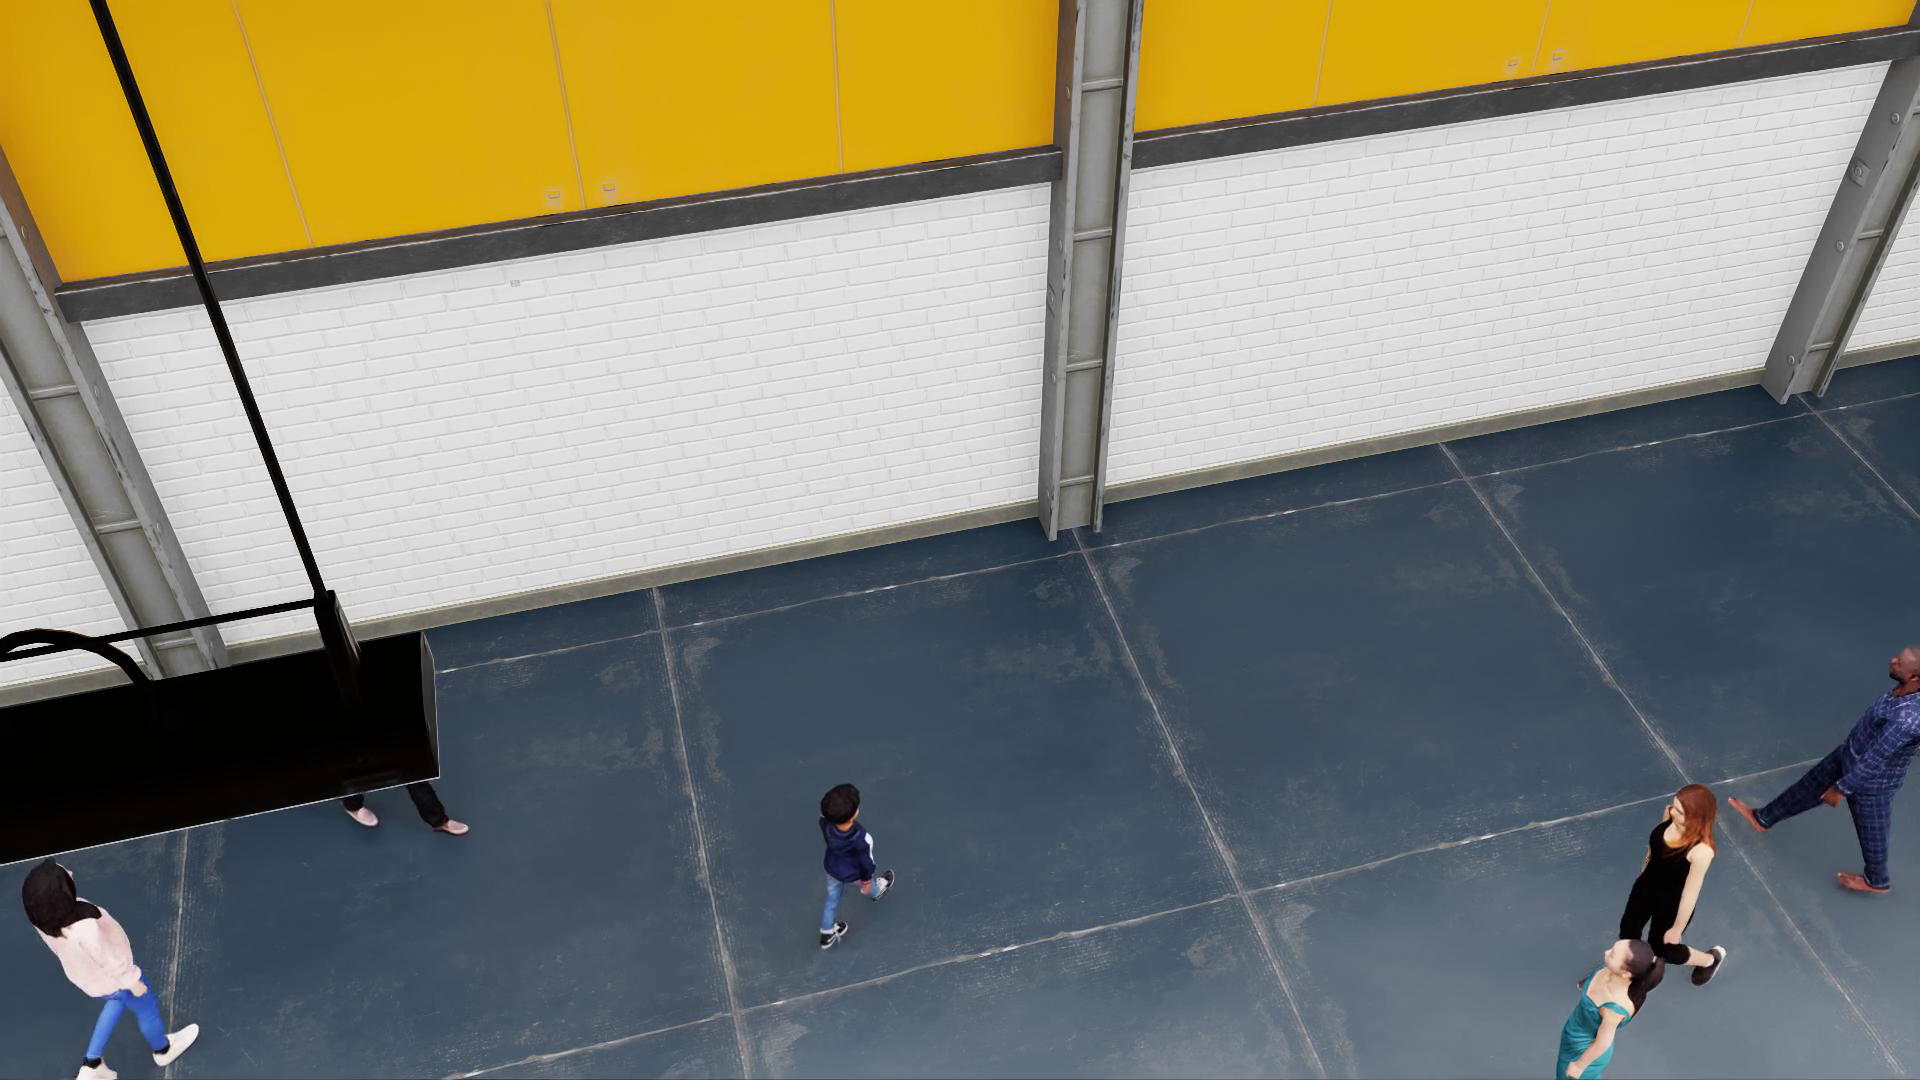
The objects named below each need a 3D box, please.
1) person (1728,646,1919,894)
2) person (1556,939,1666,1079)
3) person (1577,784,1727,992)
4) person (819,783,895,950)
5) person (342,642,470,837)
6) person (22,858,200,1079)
[{"bbox_3d":[5.147,1.333,9.243,1.238,1.761,1.240,25,49,24],"label":"person"},{"bbox_3d":[3.068,2.448,8.127,0.654,1.687,0.626,14,45,15],"label":"person"},{"bbox_3d":[3.780,1.873,8.718,0.989,1.704,0.704,-8,44,-8],"label":"person"},{"bbox_3d":[-0.659,1.809,9.157,0.829,1.192,0.917,25,49,24],"label":"person"},{"bbox_3d":[-3.453,1.161,9.571,1.168,1.558,1.056,17,46,17],"label":"person"},{"bbox_3d":[-4.335,2.223,8.313,0.920,1.754,0.990,24,49,23],"label":"person"}]
